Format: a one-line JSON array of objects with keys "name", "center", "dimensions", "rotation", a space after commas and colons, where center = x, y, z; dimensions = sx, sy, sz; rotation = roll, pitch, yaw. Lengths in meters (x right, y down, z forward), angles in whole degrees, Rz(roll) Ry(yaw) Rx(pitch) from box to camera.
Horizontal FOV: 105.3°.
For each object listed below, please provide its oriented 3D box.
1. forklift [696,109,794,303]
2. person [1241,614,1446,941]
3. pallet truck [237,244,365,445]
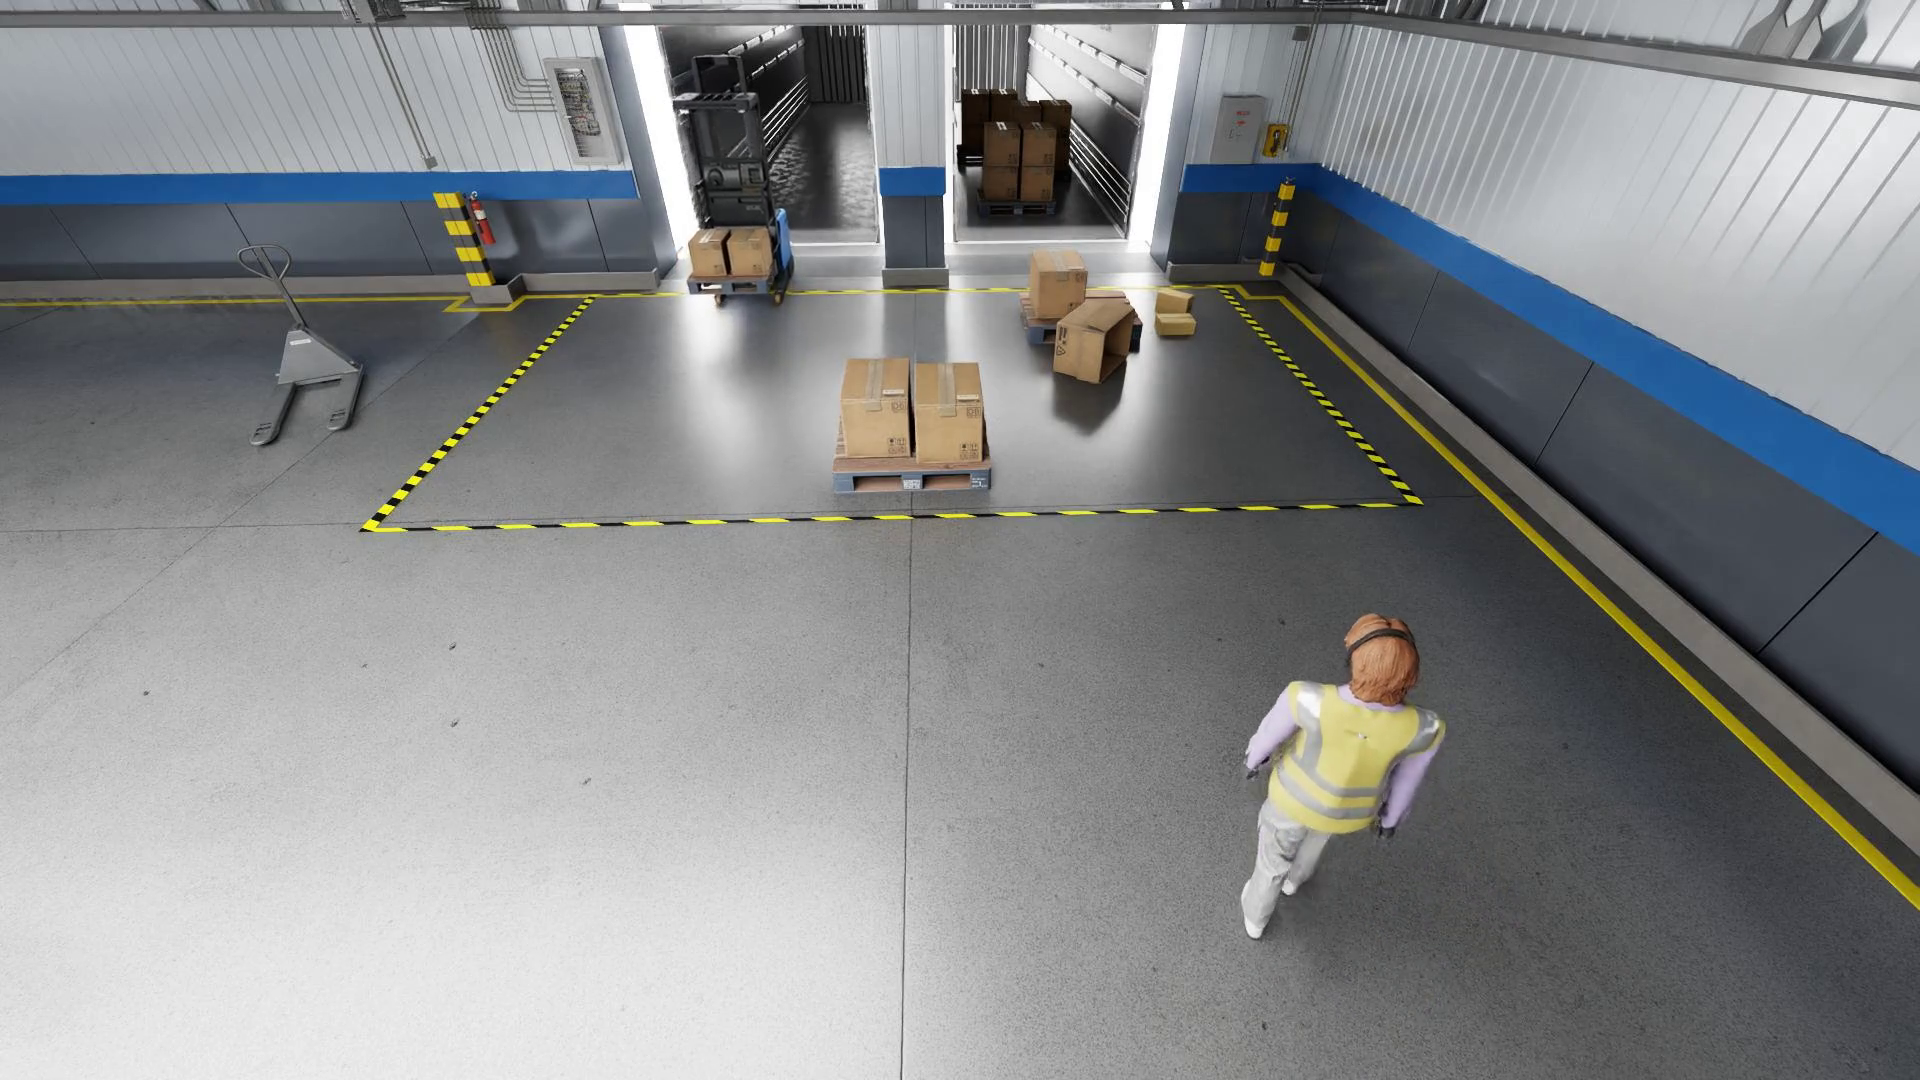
[{"name": "forklift", "center": [-2.519, -4.082, 8.681], "dimensions": [0.716, 2.013, 0.776], "rotation": [-1, 38, -2]}, {"name": "person", "center": [1.320, 0.915, 2.713], "dimensions": [0.542, 1.620, 0.450], "rotation": [11, 40, 14]}, {"name": "pallet truck", "center": [-5.915, -1.733, 6.366], "dimensions": [0.680, 1.201, 1.601], "rotation": [-18, 42, -21]}]
